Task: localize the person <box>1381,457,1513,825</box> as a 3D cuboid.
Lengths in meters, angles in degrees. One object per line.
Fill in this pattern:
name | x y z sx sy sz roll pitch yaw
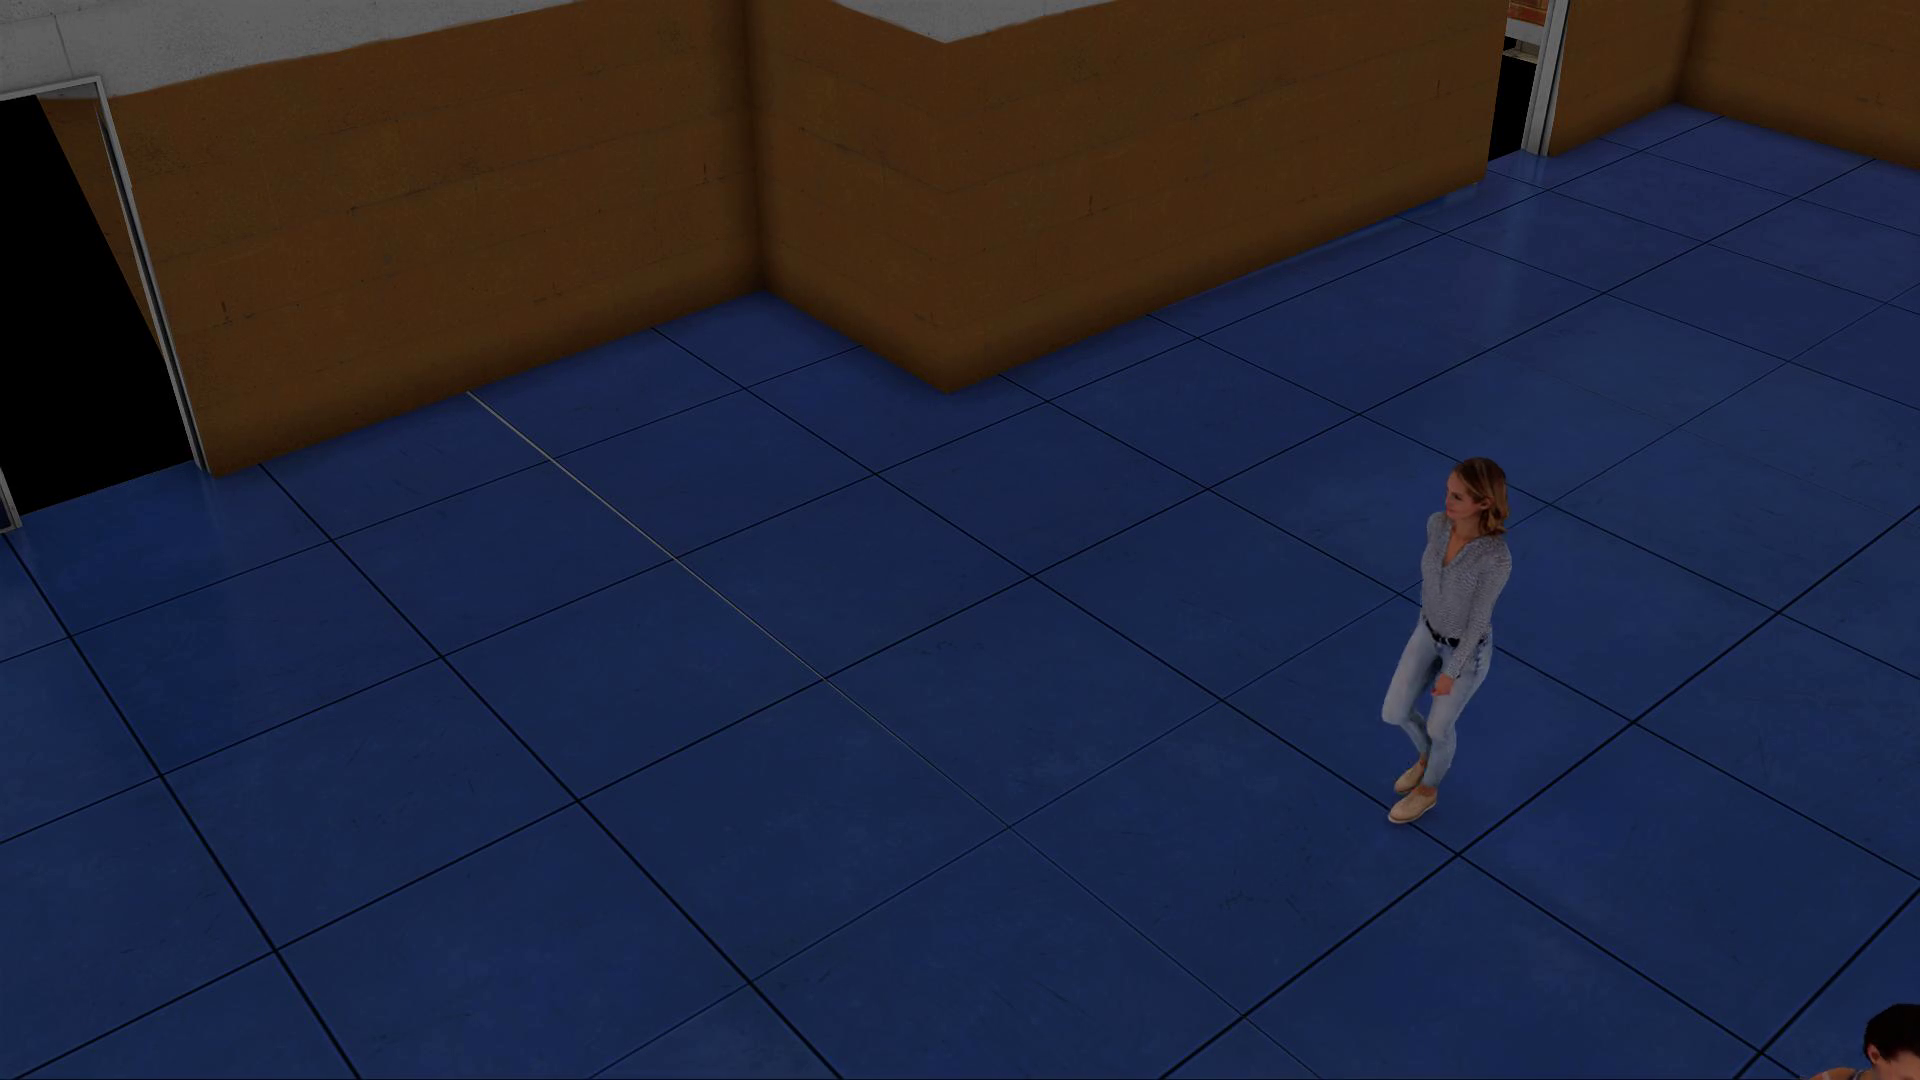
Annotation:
person | 2.036 0.428 6.685 0.714 1.777 0.638 -15 37 -22
